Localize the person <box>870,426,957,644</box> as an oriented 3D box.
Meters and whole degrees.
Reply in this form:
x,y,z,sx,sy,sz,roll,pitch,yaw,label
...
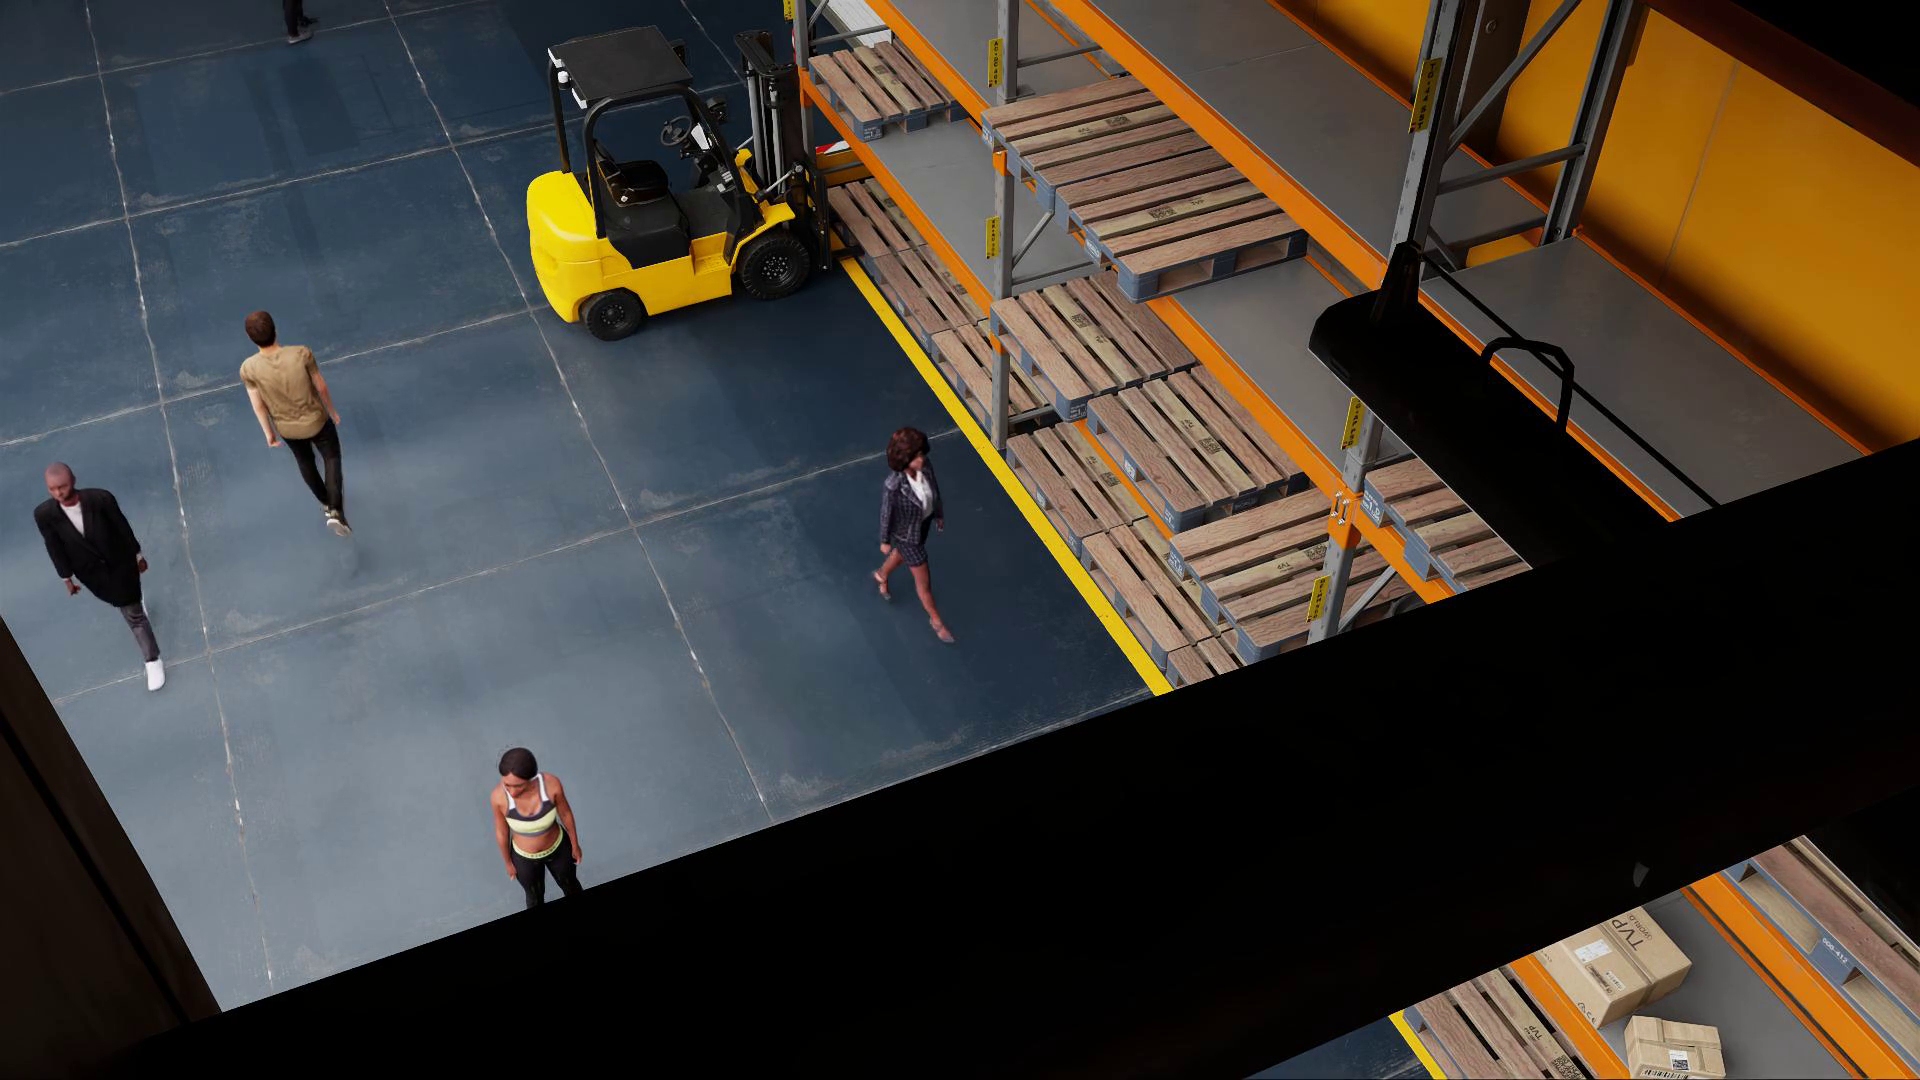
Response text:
x,y,z,sx,sy,sz,roll,pitch,yaw,label
-0.384,-0.089,11.076,1.122,1.662,0.923,29,51,27,person

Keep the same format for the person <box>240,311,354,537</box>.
x,y,z,sx,sy,sz,roll,pitch,yaw,label
-4.614,-0.777,11.670,0.751,1.837,1.035,-13,45,-13,person

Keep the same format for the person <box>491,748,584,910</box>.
x,y,z,sx,sy,sz,roll,pitch,yaw,label
-2.296,1.698,9.133,0.588,1.754,0.541,-12,45,-13,person

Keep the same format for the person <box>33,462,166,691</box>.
x,y,z,sx,sy,sz,roll,pitch,yaw,label
-5.554,0.106,10.823,0.732,1.727,1.159,-12,45,-12,person
